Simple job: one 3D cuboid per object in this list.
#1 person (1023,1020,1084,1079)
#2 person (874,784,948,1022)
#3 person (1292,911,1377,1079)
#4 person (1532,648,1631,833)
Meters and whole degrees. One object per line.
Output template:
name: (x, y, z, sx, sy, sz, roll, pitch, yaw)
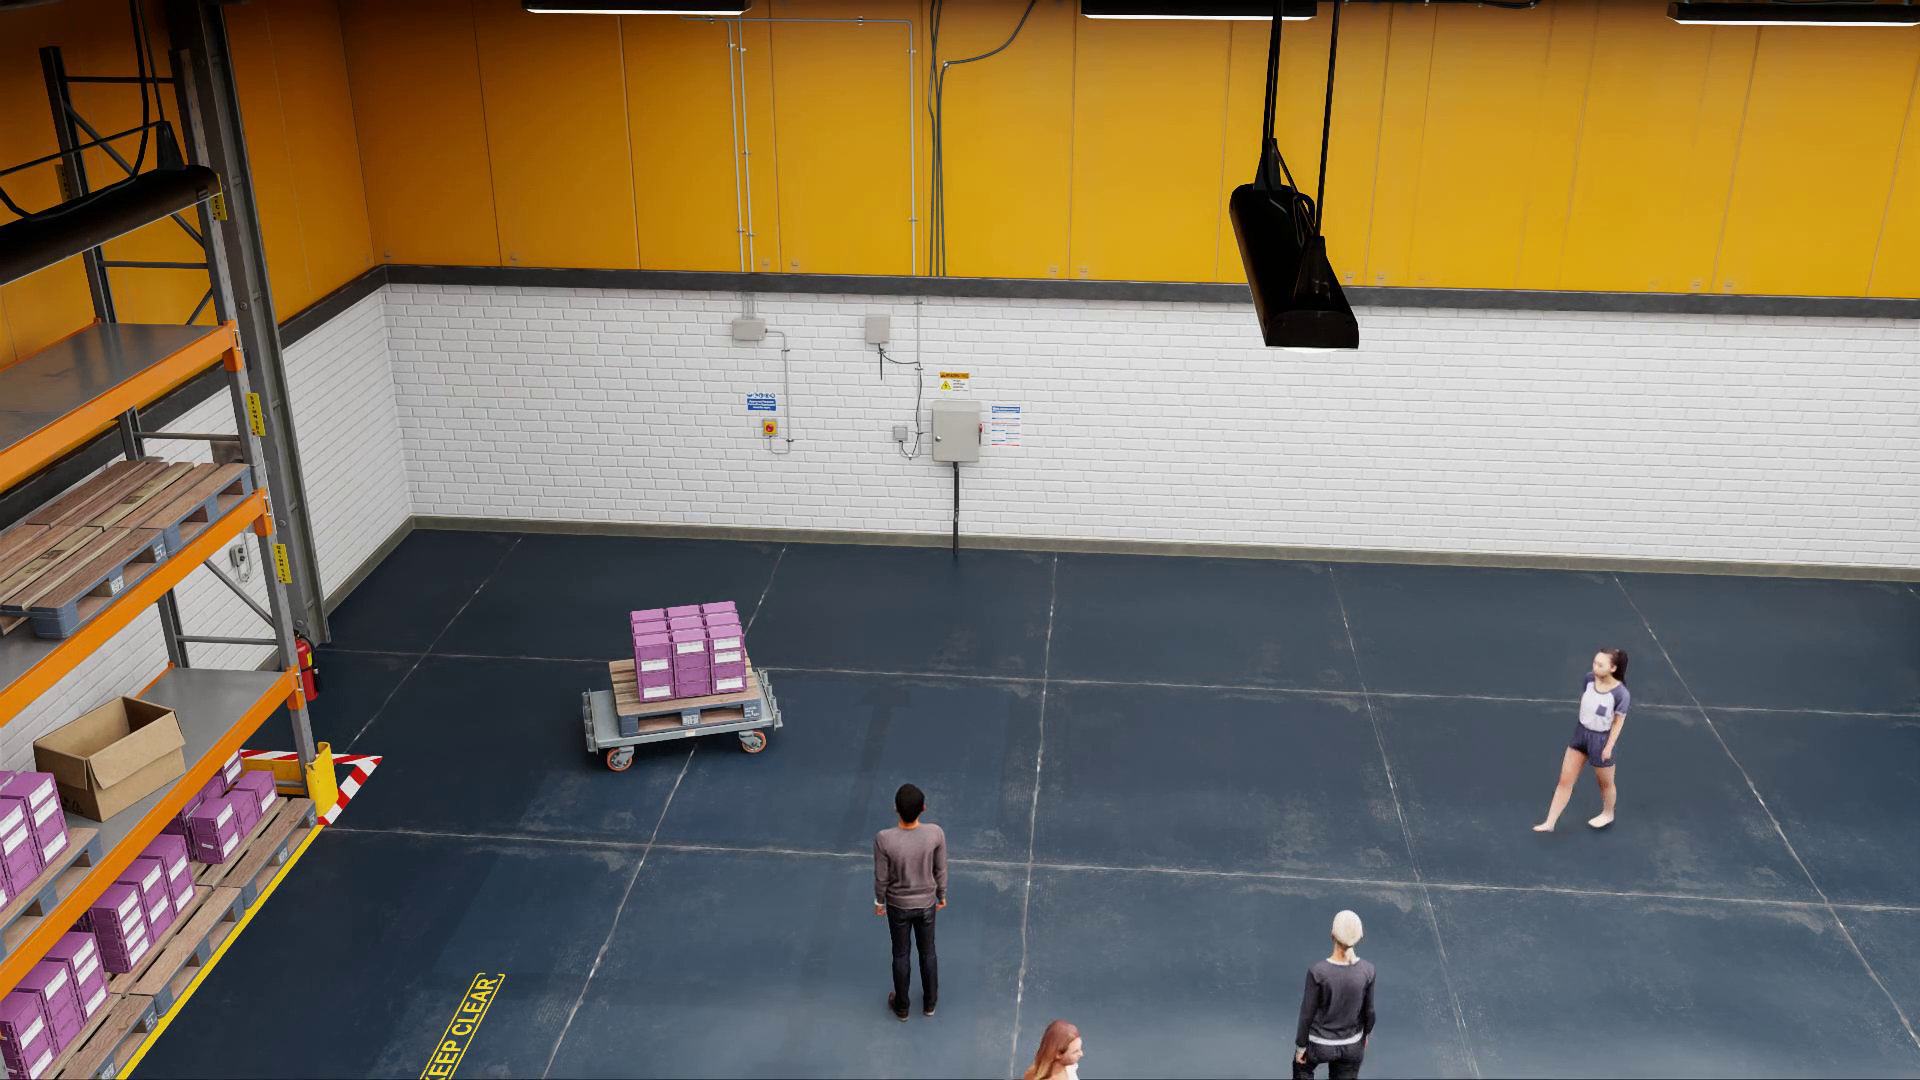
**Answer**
person: (0.412, 3.280, 9.048, 1.019, 1.642, 1.140, 16, 28, 32)
person: (-0.322, 2.380, 10.949, 0.696, 1.769, 0.635, -3, 24, -7)
person: (2.194, 2.956, 9.702, 0.668, 1.712, 0.691, -1, 24, -1)
person: (5.020, 1.583, 12.974, 1.001, 1.607, 1.044, -12, 26, -25)
